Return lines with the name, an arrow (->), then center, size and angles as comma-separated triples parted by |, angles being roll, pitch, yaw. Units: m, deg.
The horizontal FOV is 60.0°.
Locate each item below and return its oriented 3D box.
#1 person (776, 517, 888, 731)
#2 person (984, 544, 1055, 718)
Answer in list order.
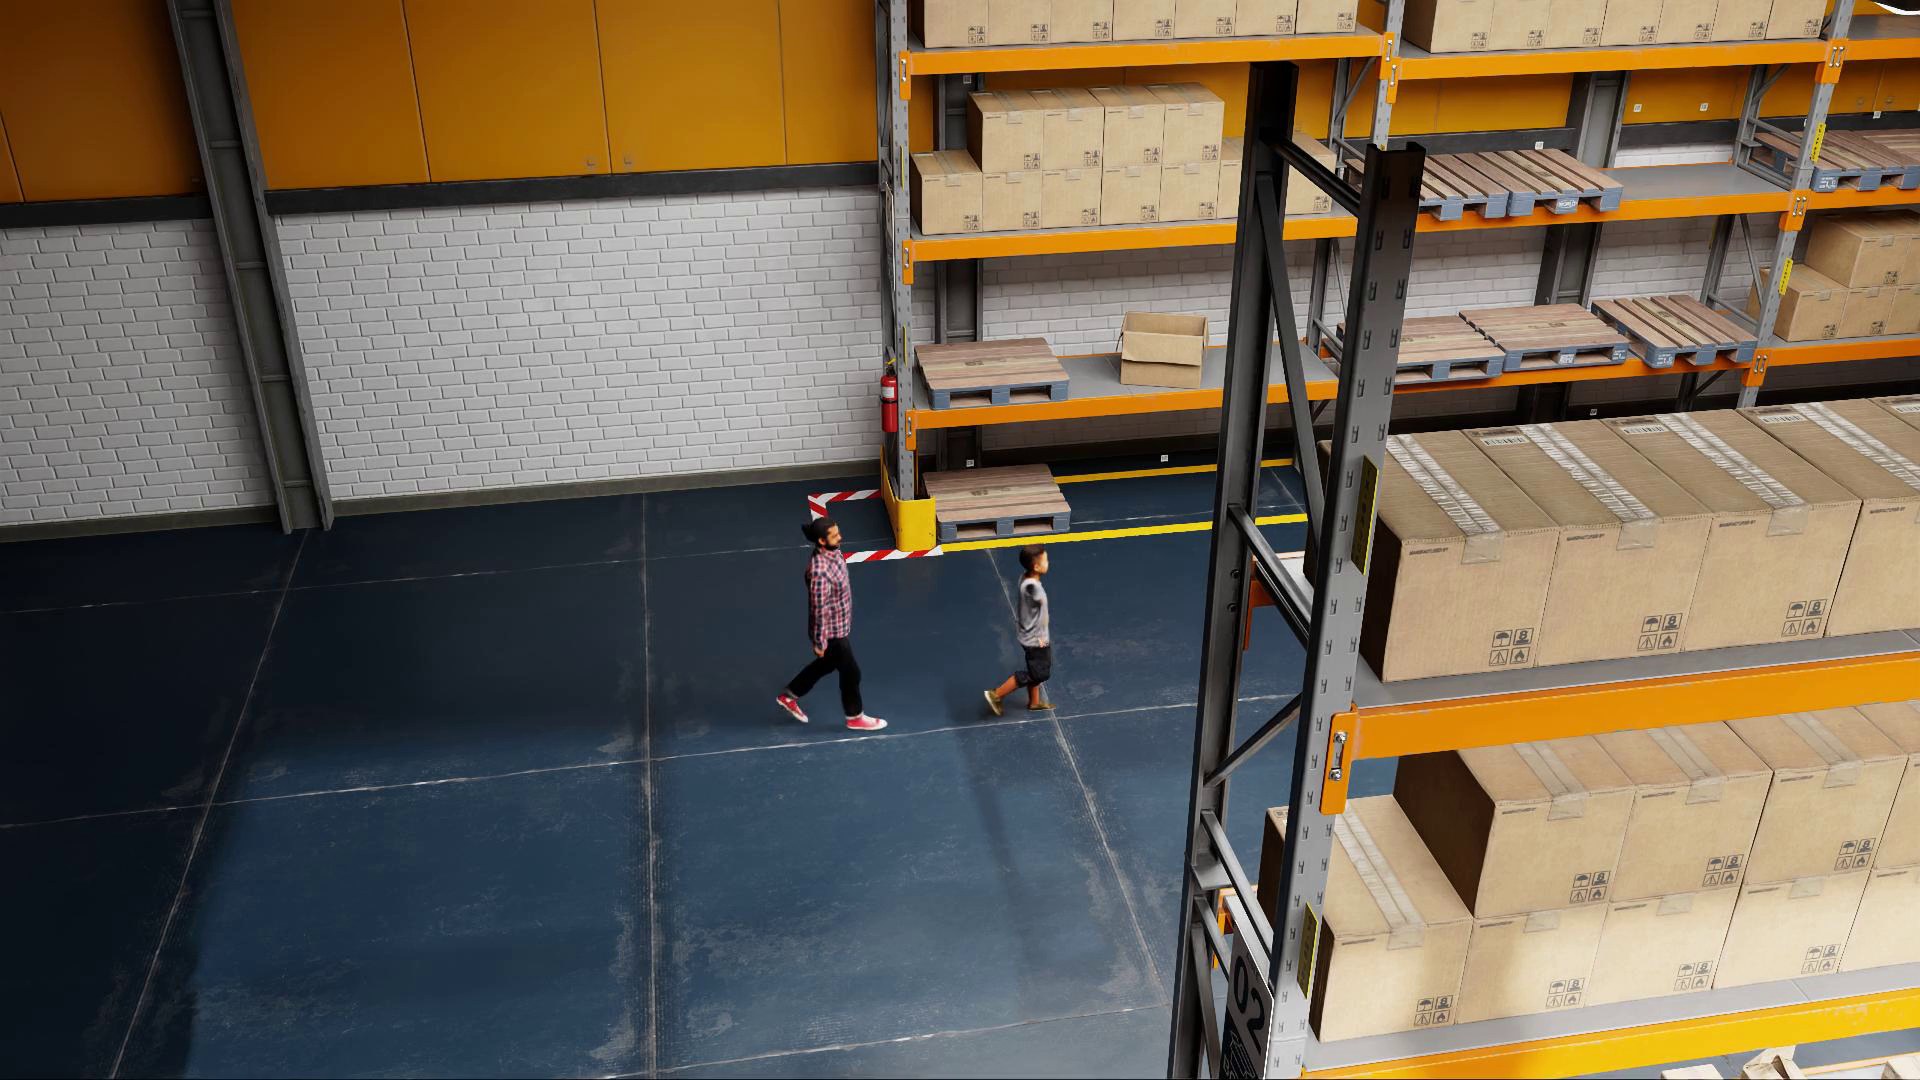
person -> -0.996, 0.607, 11.923 | 1.107, 1.752, 0.821 | 0, 29, 0
person -> 0.475, 0.649, 12.166 | 0.794, 1.446, 0.568 | -5, 29, -9
